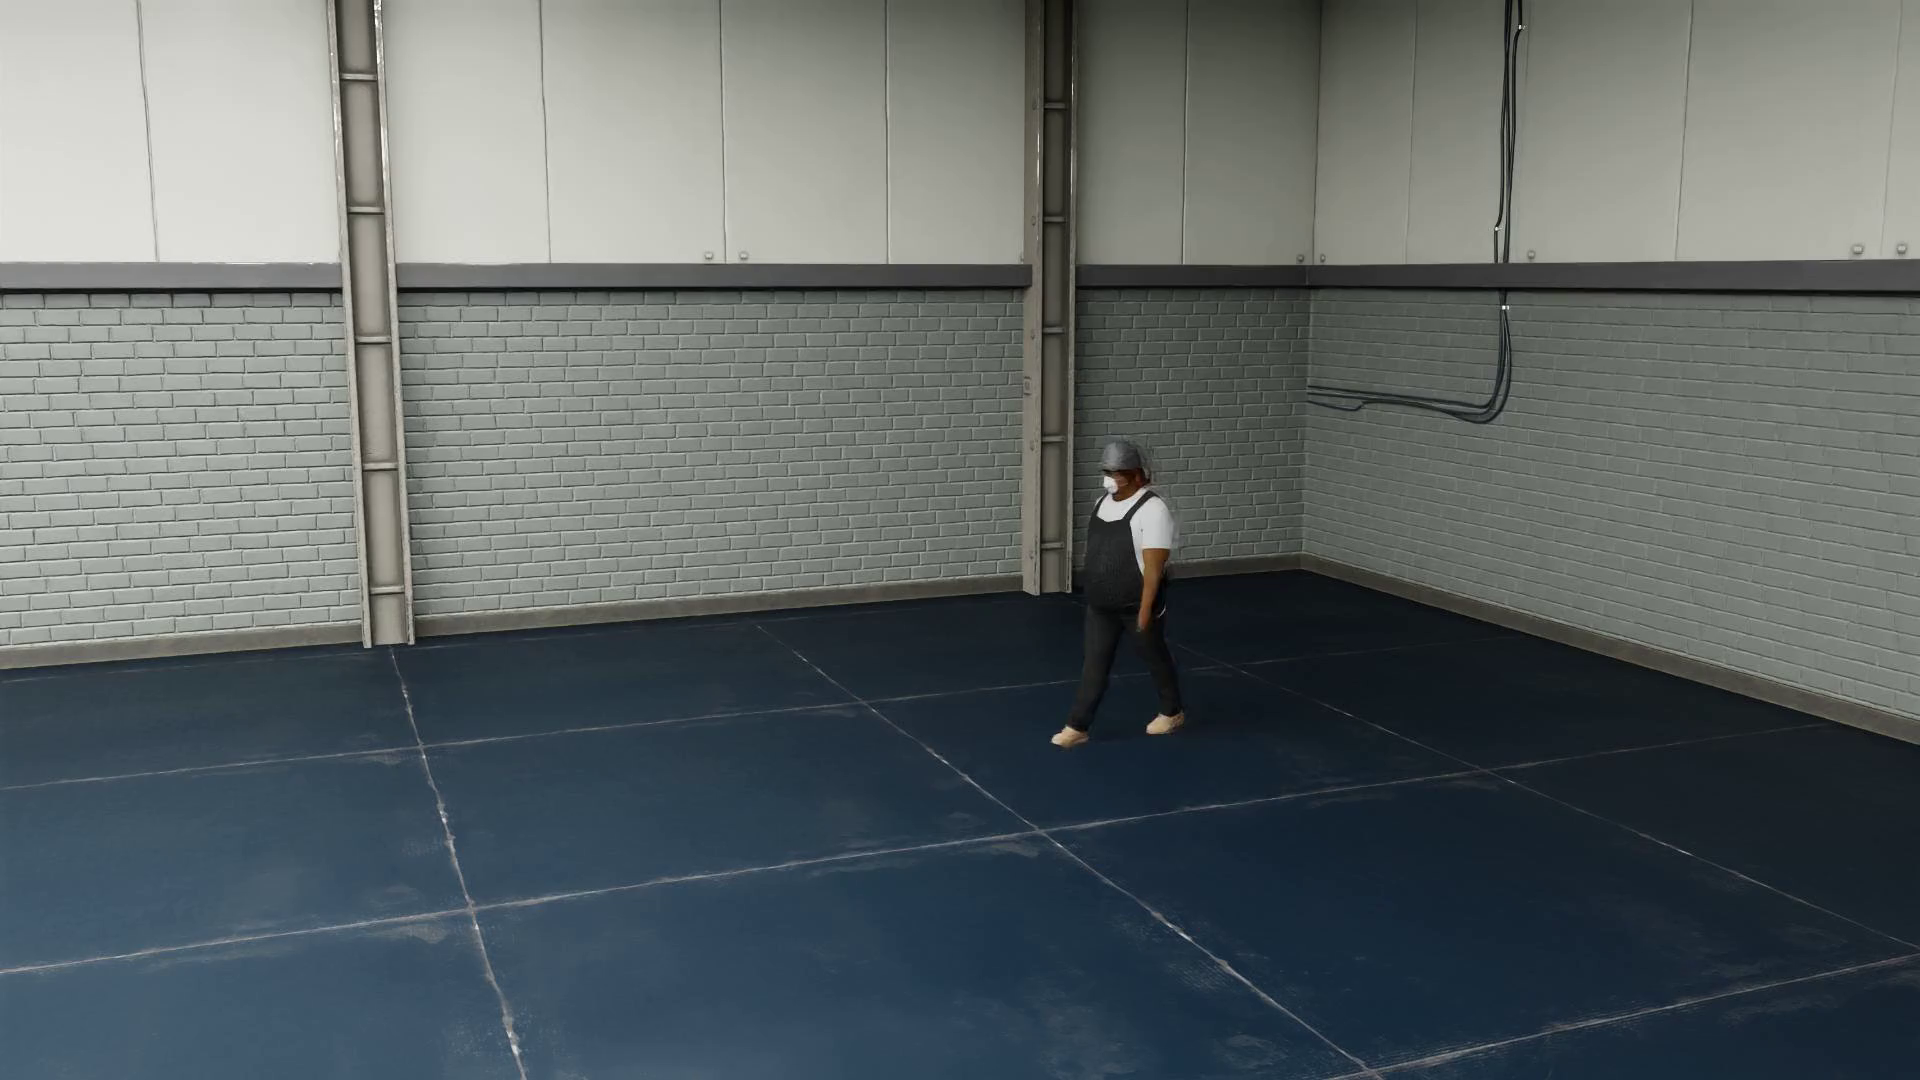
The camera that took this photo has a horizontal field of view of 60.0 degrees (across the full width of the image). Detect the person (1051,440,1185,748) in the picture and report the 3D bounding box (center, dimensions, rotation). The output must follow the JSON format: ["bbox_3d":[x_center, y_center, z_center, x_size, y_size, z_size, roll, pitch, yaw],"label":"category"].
[{"bbox_3d":[1.079,0.308,10.785,1.045,2.000,0.688,-7,12,-38],"label":"person"}]
